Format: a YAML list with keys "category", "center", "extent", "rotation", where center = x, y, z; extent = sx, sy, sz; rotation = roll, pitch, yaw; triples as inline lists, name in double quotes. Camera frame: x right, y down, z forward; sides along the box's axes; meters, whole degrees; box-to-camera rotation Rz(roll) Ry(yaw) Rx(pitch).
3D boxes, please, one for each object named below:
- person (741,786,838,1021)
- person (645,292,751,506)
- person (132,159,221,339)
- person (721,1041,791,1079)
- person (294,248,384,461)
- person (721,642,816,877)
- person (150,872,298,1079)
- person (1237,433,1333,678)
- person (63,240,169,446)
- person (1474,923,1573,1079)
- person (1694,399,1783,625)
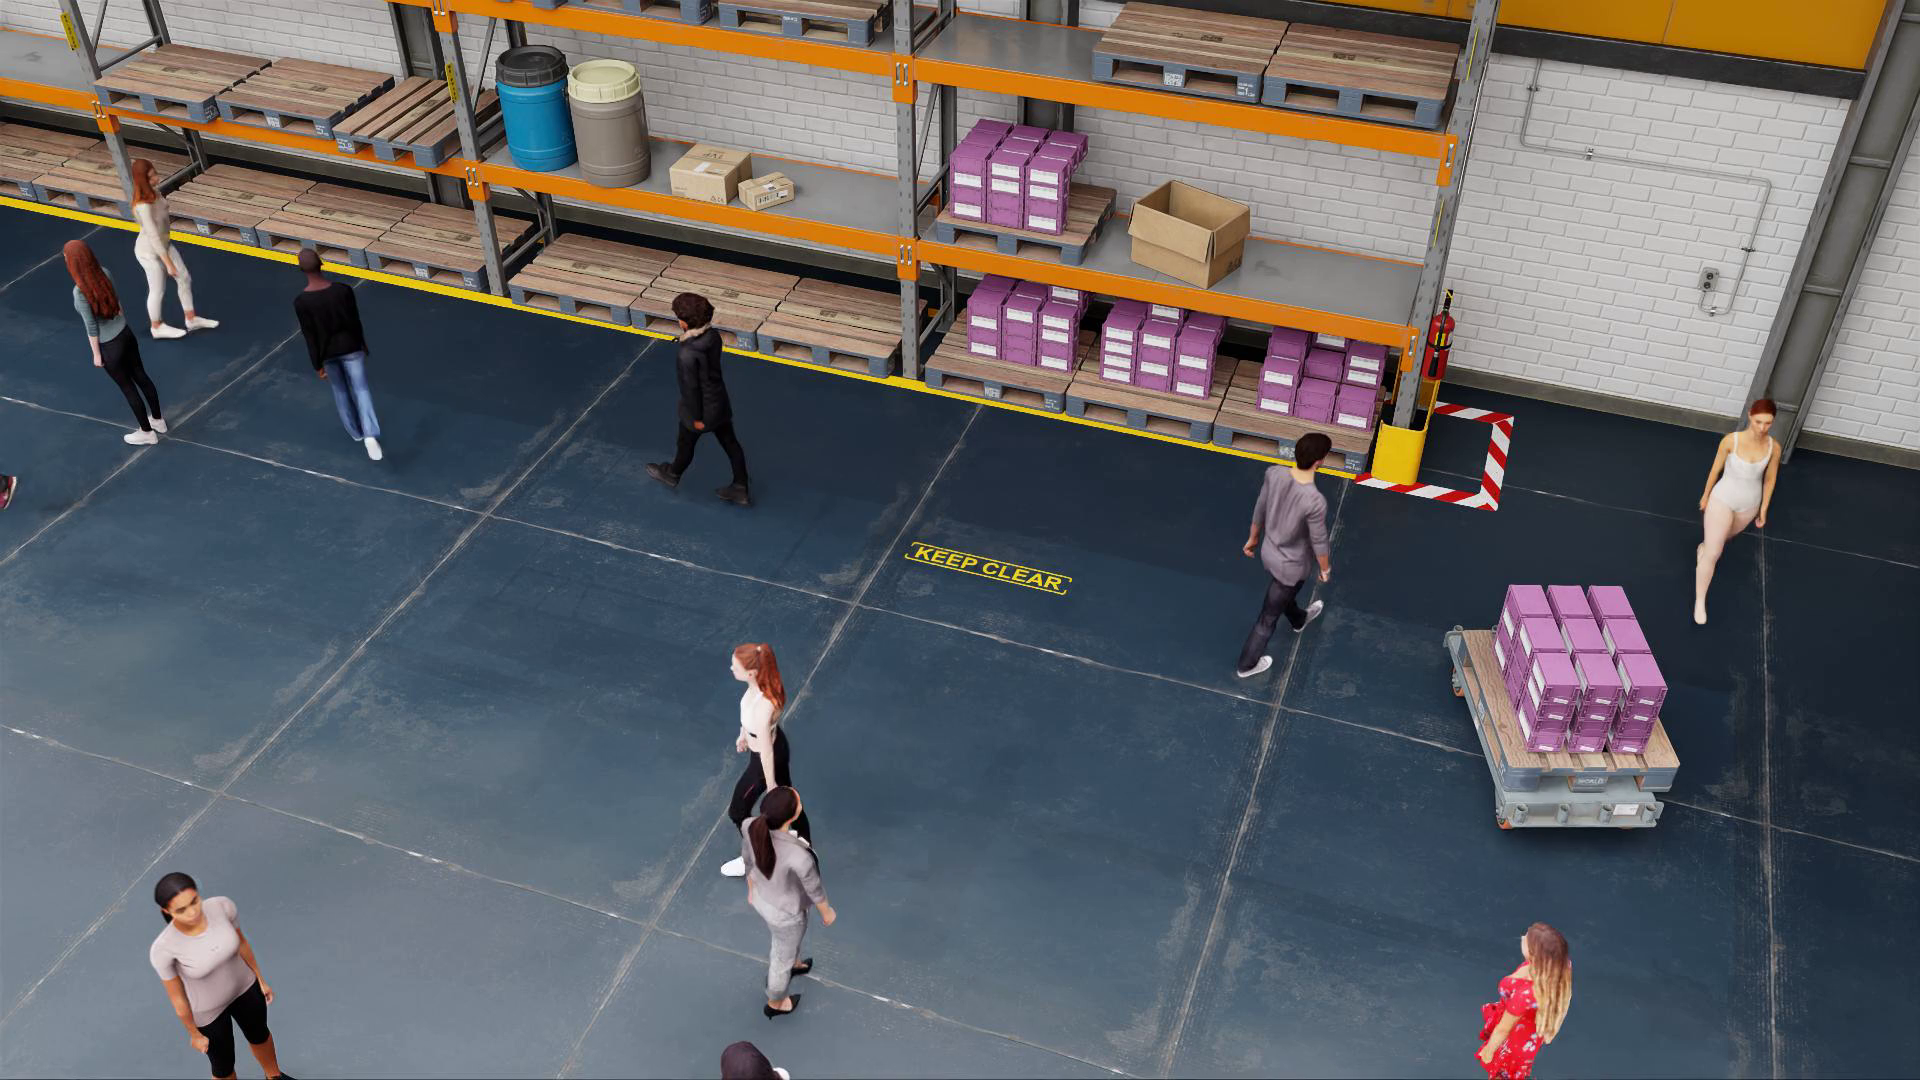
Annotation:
- category: "person"
  center: [-0.965, 1.931, 8.503]
  extent: [0.805, 1.659, 0.736]
  rotation: [-32, 48, -33]
- category: "person"
  center: [-1.772, -0.962, 12.072]
  extent: [1.094, 1.725, 0.693]
  rotation: [16, 41, 19]
- category: "person"
  center: [-6.807, -2.414, 13.932]
  extent: [0.893, 1.674, 0.790]
  rotation: [-9, 40, -11]
- category: "person"
  center: [-0.906, 2.792, 7.404]
  extent: [0.681, 1.684, 0.673]
  rotation: [-31, 48, -33]
- category: "person"
  center: [-4.675, -1.380, 12.595]
  extent: [1.030, 1.726, 1.085]
  rotation: [-17, 42, -20]
- category: "person"
  center: [-0.984, 1.235, 9.321]
  extent: [0.864, 1.725, 0.722]
  rotation: [1, 39, 2]
- category: "person"
  center: [-3.578, 2.229, 8.059]
  extent: [0.610, 1.748, 0.651]
  rotation: [21, 43, 25]
- category: "person"
  center: [2.008, 0.141, 10.620]
  extent: [1.156, 1.814, 1.137]
  rotation: [-21, 43, -24]
- category: "person"
  center: [-6.483, -1.507, 12.741]
  extent: [0.552, 1.742, 0.603]
  rotation: [8, 39, 10]
- category: "person"
  center: [2.740, 2.426, 7.943]
  extent: [0.728, 1.584, 0.795]
  rotation: [-27, 46, -29]
- category: "person"
  center: [5.260, -0.293, 11.330]
  extent: [1.026, 1.606, 0.734]
  rotation: [7, 39, 8]
